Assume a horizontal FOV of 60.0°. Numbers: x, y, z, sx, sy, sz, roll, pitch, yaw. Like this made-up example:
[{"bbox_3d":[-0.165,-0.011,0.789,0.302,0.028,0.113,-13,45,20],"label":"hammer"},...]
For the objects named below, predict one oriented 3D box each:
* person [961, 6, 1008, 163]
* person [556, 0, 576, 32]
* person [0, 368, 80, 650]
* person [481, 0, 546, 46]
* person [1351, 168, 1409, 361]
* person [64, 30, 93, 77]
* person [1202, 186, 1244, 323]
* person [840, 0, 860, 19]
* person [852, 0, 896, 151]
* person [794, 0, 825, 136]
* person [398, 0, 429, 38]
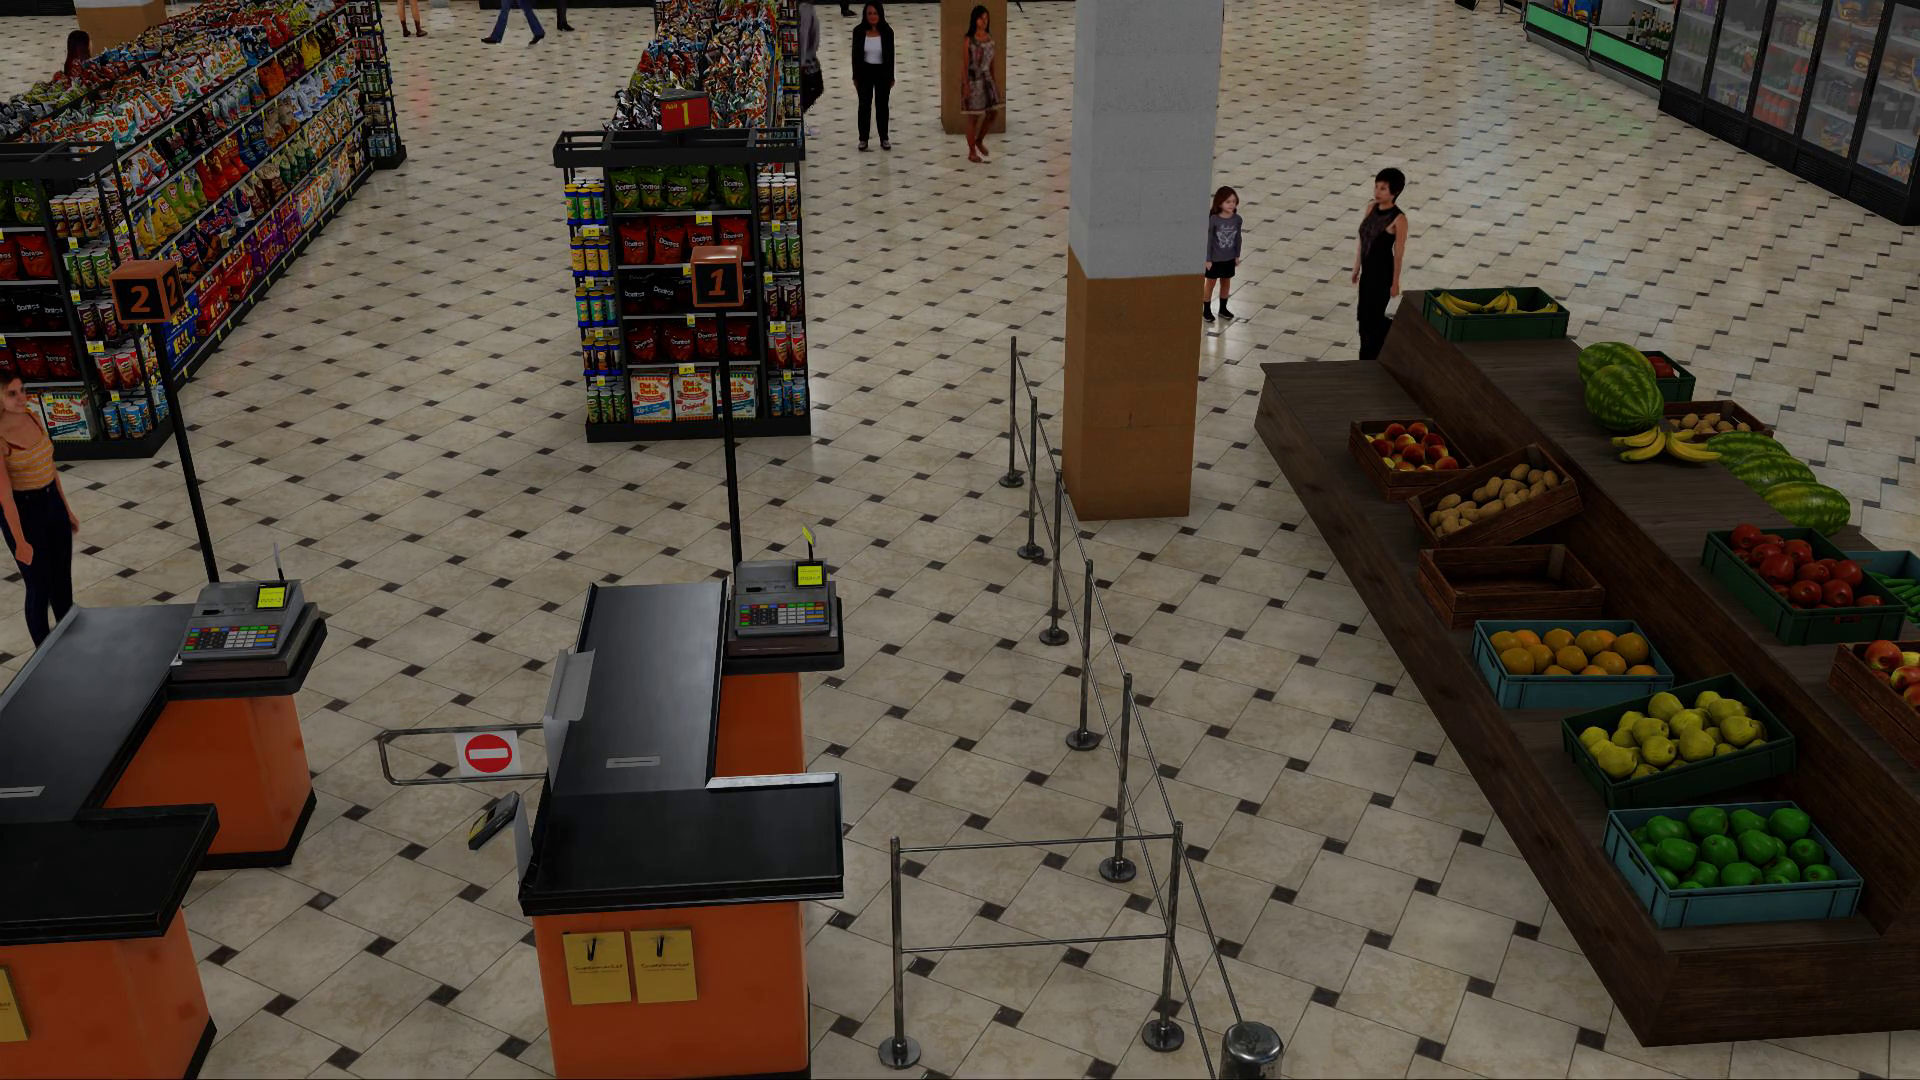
[{"bbox_3d":[0.149,-4.916,17.923,0.764,1.633,0.790,-15,31,-27],"label":"person"},{"bbox_3d":[-6.027,-8.494,25.032,0.704,1.584,0.555,-14,30,-26],"label":"person"},{"bbox_3d":[-4.695,-0.105,8.444,0.684,1.627,0.521,4,27,9],"label":"person"},{"bbox_3d":[-6.285,-7.894,23.682,1.063,1.737,1.227,-16,31,-28],"label":"person"},{"bbox_3d":[3.088,-1.907,12.046,0.794,1.582,0.876,-11,29,-21],"label":"person"},{"bbox_3d":[-8.664,-4.196,16.529,0.832,1.610,1.082,7,28,13],"label":"person"},{"bbox_3d":[2.099,-2.309,13.366,0.510,1.105,0.510,-10,28,-19],"label":"person"},{"bbox_3d":[-1.785,-8.975,26.126,0.644,1.453,0.460,-4,27,-8],"label":"person"},{"bbox_3d":[-0.955,-5.141,18.385,0.647,1.617,0.627,-4,27,-8],"label":"person"},{"bbox_3d":[-1.824,-5.447,18.840,0.684,1.752,0.571,-1,27,-2],"label":"person"},{"bbox_3d":[-8.199,-8.315,24.530,0.608,1.719,0.559,1,27,2],"label":"person"}]
